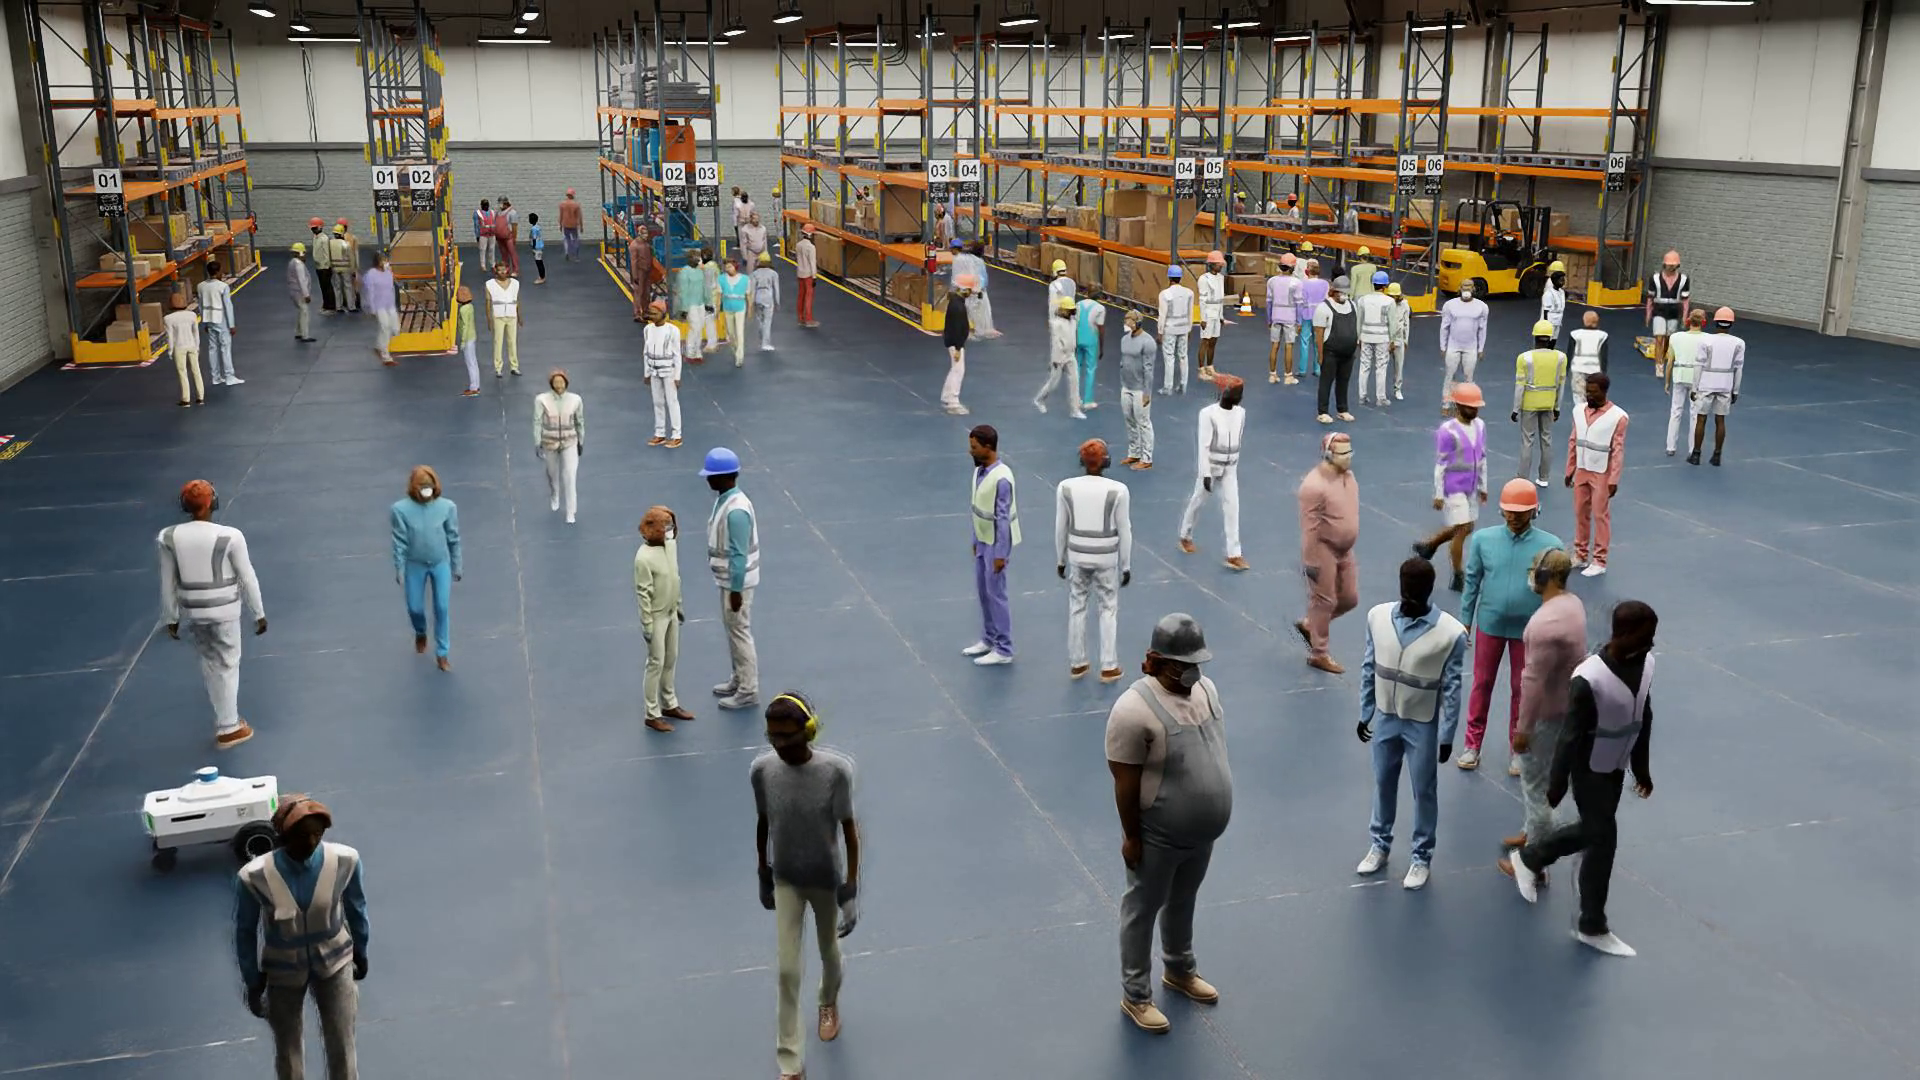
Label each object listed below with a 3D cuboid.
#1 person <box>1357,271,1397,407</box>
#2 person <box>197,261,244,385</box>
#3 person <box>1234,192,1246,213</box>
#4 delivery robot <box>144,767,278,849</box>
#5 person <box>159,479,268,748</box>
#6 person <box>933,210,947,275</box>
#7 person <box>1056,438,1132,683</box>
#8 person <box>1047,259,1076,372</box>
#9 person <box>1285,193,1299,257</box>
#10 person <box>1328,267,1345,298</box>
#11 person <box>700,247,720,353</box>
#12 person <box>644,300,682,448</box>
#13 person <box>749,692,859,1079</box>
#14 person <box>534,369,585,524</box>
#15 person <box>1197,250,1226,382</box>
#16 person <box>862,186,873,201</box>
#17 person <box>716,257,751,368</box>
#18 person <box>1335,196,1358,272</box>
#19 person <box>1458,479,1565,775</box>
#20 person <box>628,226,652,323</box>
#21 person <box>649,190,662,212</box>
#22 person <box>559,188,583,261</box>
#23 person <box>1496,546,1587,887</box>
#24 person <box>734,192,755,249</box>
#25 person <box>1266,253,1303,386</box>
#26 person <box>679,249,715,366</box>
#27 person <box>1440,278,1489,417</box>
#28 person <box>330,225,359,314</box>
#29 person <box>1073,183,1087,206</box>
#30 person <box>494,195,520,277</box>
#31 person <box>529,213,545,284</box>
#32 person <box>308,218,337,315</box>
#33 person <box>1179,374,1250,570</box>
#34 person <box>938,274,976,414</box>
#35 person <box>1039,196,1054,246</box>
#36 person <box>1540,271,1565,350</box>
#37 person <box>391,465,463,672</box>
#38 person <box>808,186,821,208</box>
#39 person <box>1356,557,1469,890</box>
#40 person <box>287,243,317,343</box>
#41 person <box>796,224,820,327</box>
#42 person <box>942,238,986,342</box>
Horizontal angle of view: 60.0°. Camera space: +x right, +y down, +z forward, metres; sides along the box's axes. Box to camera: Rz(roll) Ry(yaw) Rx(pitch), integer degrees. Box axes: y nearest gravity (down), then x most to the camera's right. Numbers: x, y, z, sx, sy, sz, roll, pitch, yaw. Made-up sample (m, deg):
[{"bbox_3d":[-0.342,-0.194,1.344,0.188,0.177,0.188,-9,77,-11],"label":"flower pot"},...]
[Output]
[{"bbox_3d":[6.014,-2.901,24.030,0.605,1.948,0.391,12,19,38],"label":"person"},{"bbox_3d":[-11.536,-3.365,25.834,0.590,1.919,0.395,5,16,18],"label":"person"},{"bbox_3d":[8.017,-9.080,47.658,0.349,1.759,0.520,-6,16,-21],"label":"person"},{"bbox_3d":[-4.364,1.567,9.710,0.707,0.478,0.477,-6,16,-22],"label":"delivery robot"},{"bbox_3d":[-5.081,0.488,11.417,0.617,1.871,0.500,1,15,2],"label":"person"},{"bbox_3d":[-0.508,-7.525,42.049,0.317,1.630,0.512,-5,16,-19],"label":"person"},{"bbox_3d":[1.015,0.158,12.643,0.584,1.882,0.338,5,16,19],"label":"person"},{"bbox_3d":[1.620,-3.630,27.004,0.404,1.829,0.591,13,20,41],"label":"person"},{"bbox_3d":[8.694,-8.118,43.684,0.369,1.935,0.552,0,15,1],"label":"person"},{"bbox_3d":[6.147,-3.621,27.222,0.318,1.697,0.535,8,17,28],"label":"person"},{"bbox_3d":[-4.384,-4.212,29.204,0.438,1.826,0.659,1,15,3],"label":"person"},{"bbox_3d":[-3.795,-2.118,21.227,0.578,1.879,0.347,9,17,30],"label":"person"},{"bbox_3d":[-0.692,1.557,7.515,0.523,1.825,0.942,1,15,3],"label":"person"},{"bbox_3d":[-4.244,-1.030,17.641,0.522,1.608,0.786,-4,15,-15],"label":"person"},{"bbox_3d":[3.984,-3.536,26.229,0.365,2.048,0.608,12,19,38],"label":"person"},{"bbox_3d":[-2.715,-9.531,49.162,0.502,1.859,0.339,12,19,39],"label":"person"},{"bbox_3d":[-3.750,-3.822,27.766,0.571,1.809,0.806,2,15,9],"label":"person"},{"bbox_3d":[9.914,-7.881,42.811,0.607,1.927,0.814,-1,15,-5],"label":"person"},{"bbox_3d":[3.595,0.566,10.893,0.622,1.992,0.395,5,16,20],"label":"person"},{"bbox_3d":[-6.313,-5.288,33.116,0.400,1.900,0.644,5,16,18],"label":"person"},{"bbox_3d":[-8.398,-8.748,46.113,0.399,1.919,0.601,-14,20,-41],"label":"person"},{"bbox_3d":[-10.592,-8.587,45.365,0.629,1.978,0.460,2,15,9],"label":"person"},{"bbox_3d":[3.327,0.984,9.460,0.436,1.922,0.702,9,18,32],"label":"person"},{"bbox_3d":[-6.068,-8.899,46.926,0.636,1.796,0.972,-3,15,-12],"label":"person"},{"bbox_3d":[5.043,-3.419,25.799,0.614,2.043,0.374,11,19,36],"label":"person"},{"bbox_3d":[-4.411,-3.895,27.807,0.442,1.933,0.654,6,16,20],"label":"person"},{"bbox_3d":[7.007,-2.676,23.203,0.631,1.940,0.372,3,15,13],"label":"person"},{"bbox_3d":[-12.756,-5.584,34.346,0.603,1.830,0.404,2,15,8],"label":"person"},{"bbox_3d":[3.736,-10.213,51.750,0.430,1.845,0.620,1,15,3],"label":"person"},{"bbox_3d":[-11.363,-7.595,41.517,0.679,2.000,0.535,10,18,32],"label":"person"},{"bbox_3d":[-10.172,-7.005,39.976,0.322,1.690,0.532,-1,15,-5],"label":"person"},{"bbox_3d":[-13.137,-5.631,34.240,0.405,1.987,0.609,-12,19,-38],"label":"person"},{"bbox_3d":[2.459,-0.683,15.932,0.603,1.828,1.034,-7,16,-23],"label":"person"},{"bbox_3d":[-0.054,-2.764,23.480,0.559,1.967,0.716,0,15,-1],"label":"person"},{"bbox_3d":[2.393,-8.595,45.787,0.586,1.789,0.949,-5,16,-17],"label":"person"},{"bbox_3d":[9.502,-3.480,26.706,0.536,1.692,0.320,-13,20,-41],"label":"person"},{"bbox_3d":[-4.142,0.200,12.968,0.522,1.619,0.463,-6,16,-20],"label":"person"},{"bbox_3d":[-4.152,-9.257,47.988,0.366,1.927,0.585,-10,18,-33],"label":"person"},{"bbox_3d":[2.541,1.009,9.391,0.590,1.912,0.392,12,19,39],"label":"person"},{"bbox_3d":[-12.032,-4.508,30.355,0.431,1.813,0.652,-9,18,-32],"label":"person"},{"bbox_3d":[-2.963,-5.163,32.475,0.403,1.989,0.618,-11,19,-37],"label":"person"},{"bbox_3d":[0.099,-4.602,30.618,0.922,1.876,0.638,3,15,13],"label":"person"}]
